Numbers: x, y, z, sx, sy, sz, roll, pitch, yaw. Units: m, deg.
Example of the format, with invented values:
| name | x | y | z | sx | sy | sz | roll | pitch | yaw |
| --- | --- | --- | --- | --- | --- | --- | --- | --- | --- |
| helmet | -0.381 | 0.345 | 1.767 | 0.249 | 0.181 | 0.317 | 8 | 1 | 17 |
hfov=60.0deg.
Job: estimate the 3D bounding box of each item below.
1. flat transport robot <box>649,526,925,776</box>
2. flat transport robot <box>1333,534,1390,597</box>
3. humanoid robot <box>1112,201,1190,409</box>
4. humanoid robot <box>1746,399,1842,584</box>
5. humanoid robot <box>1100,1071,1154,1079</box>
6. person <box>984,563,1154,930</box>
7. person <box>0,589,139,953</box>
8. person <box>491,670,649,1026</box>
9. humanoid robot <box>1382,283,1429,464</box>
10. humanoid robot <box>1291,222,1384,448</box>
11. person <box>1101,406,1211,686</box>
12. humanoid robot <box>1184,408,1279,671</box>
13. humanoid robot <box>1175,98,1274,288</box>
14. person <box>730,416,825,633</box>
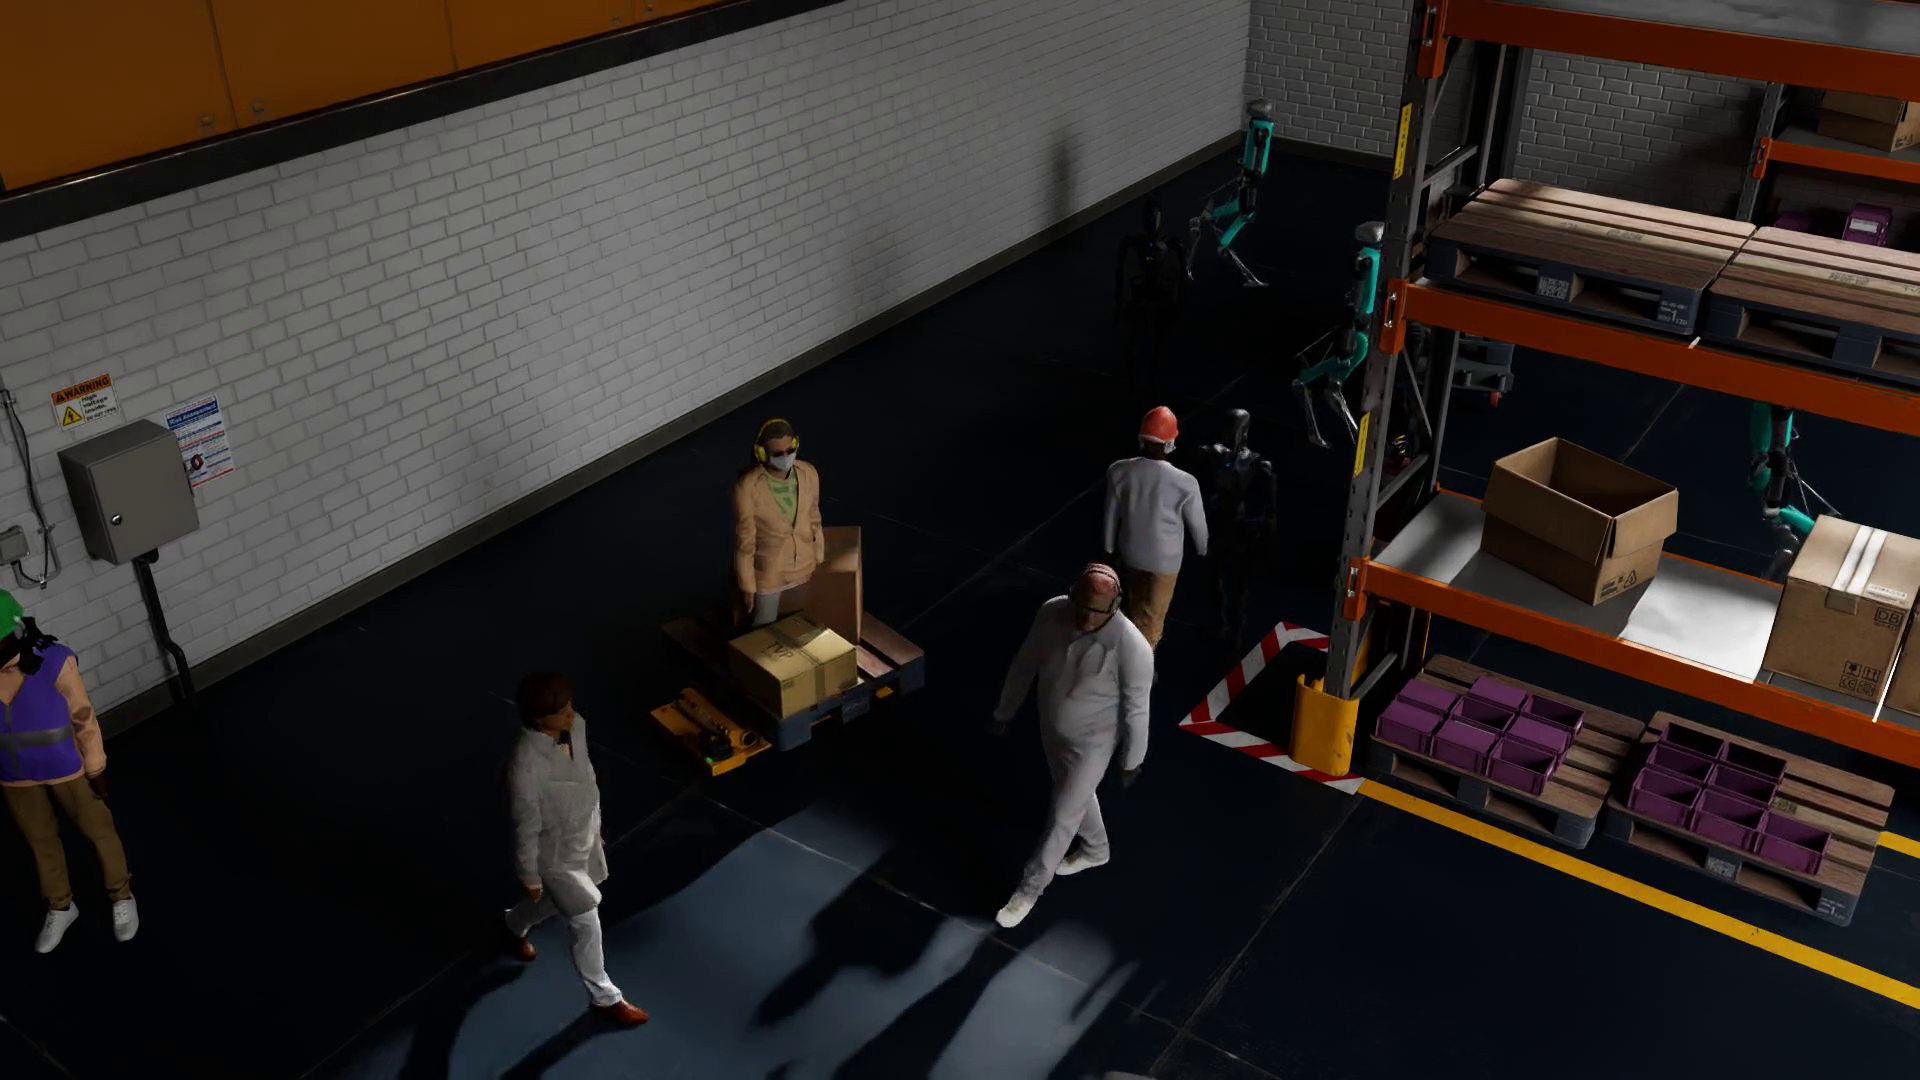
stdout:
| name | x | y | z | sx | sy | sz | roll | pitch | yaw |
| --- | --- | --- | --- | --- | --- | --- | --- | --- | --- |
| flat transport robot | -0.999 | 0.860 | 9.548 | 1.431 | 0.231 | 0.659 | -23 | 37 | -34 |
| flat transport robot | 3.165 | 0.214 | 10.669 | 1.431 | 0.231 | 0.659 | 9 | 31 | 15 |
| humanoid robot | 1.471 | -1.792 | 12.752 | 0.608 | 1.641 | 0.554 | 5 | 30 | 9 |
| humanoid robot | 5.092 | -0.292 | 10.166 | 0.782 | 1.858 | 0.547 | 5 | 30 | 9 |
| humanoid robot | 0.547 | 2.331 | 5.610 | 0.533 | 1.857 | 0.764 | 5 | 30 | 8 |
| person | 0.439 | 0.941 | 7.811 | 0.762 | 1.867 | 0.726 | -19 | 35 | -30 |
| person | -4.177 | 1.032 | 7.593 | 0.533 | 1.924 | 0.419 | -5 | 30 | -9 |
| person | -1.797 | 1.304 | 7.253 | 0.795 | 1.807 | 0.513 | 10 | 31 | 17 |
| humanoid robot | 3.001 | -0.984 | 11.338 | 0.333 | 1.652 | 0.609 | -1 | 30 | -2 |
| humanoid robot | 2.766 | -1.480 | 12.166 | 0.779 | 1.801 | 0.554 | 22 | 37 | 33 |
| person | 1.131 | 0.026 | 9.537 | 0.579 | 1.716 | 0.708 | 19 | 35 | 29 |
| humanoid robot | 1.596 | -0.041 | 9.729 | 0.600 | 1.642 | 0.521 | 17 | 34 | 26 |
| humanoid robot | 2.341 | -3.093 | 14.974 | 1.009 | 1.777 | 0.530 | 3 | 30 | 6 |
| person | -0.988 | 0.169 | 9.140 | 0.554 | 1.877 | 0.400 | -19 | 35 | -30 |
